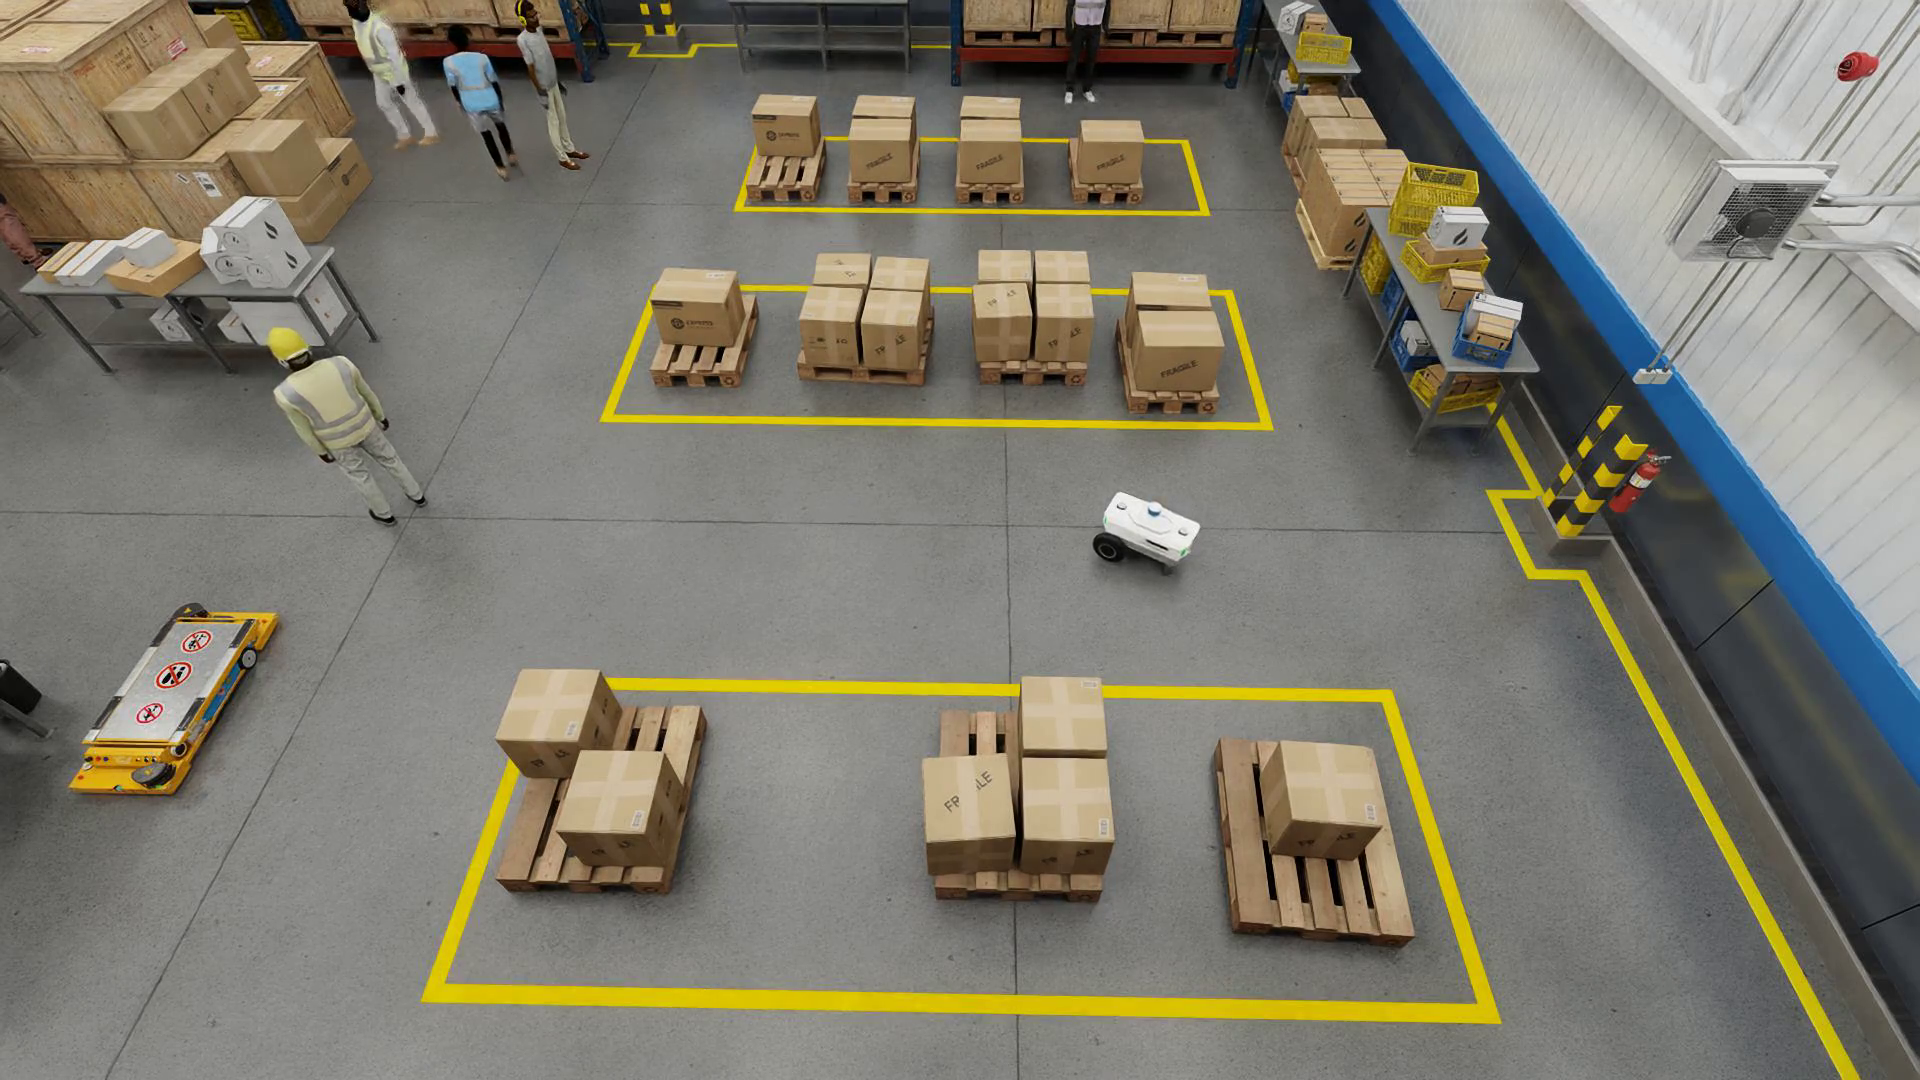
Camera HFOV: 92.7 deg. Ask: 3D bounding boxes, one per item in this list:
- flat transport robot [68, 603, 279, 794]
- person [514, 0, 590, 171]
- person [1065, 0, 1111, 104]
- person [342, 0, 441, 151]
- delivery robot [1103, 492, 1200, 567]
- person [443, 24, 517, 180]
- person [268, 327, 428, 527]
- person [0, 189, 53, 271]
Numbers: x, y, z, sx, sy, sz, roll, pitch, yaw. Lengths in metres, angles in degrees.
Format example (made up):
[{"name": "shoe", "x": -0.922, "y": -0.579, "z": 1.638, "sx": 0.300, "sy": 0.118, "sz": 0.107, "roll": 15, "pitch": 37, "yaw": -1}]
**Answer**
[{"name": "flat transport robot", "x": -5.504, "y": 1.072, "z": 6.442, "sx": 0.652, "sy": 0.197, "sz": 1.431, "roll": 1, "pitch": 50, "yaw": 1}, {"name": "person", "x": -4.853, "y": -5.367, "z": 10.849, "sx": 0.326, "sy": 1.874, "sz": 0.519, "roll": 6, "pitch": 50, "yaw": 5}, {"name": "person", "x": 1.659, "y": -6.733, "z": 11.976, "sx": 0.597, "sy": 1.915, "sz": 0.370, "roll": -7, "pitch": 50, "yaw": -6}, {"name": "person", "x": -6.982, "y": -5.622, "z": 11.100, "sx": 0.658, "sy": 1.813, "sz": 0.707, "roll": 28, "pitch": 55, "yaw": 22}, {"name": "delivery robot", "x": 1.495, "y": -0.098, "z": 7.188, "sx": 0.707, "sy": 0.478, "sz": 0.477, "roll": 24, "pitch": 54, "yaw": 19}, {"name": "person", "x": -5.655, "y": -5.178, "z": 10.820, "sx": 0.541, "sy": 1.659, "sz": 0.686, "roll": -22, "pitch": 53, "yaw": -18}, {"name": "person", "x": -4.730, "y": -0.864, "z": 7.070, "sx": 0.403, "sy": 1.823, "sz": 0.590, "roll": 31, "pitch": 56, "yaw": 24}, {"name": "person", "x": -10.097, "y": -3.686, "z": 9.414, "sx": 0.636, "sy": 1.900, "sz": 0.402, "roll": 21, "pitch": 53, "yaw": 17}]
